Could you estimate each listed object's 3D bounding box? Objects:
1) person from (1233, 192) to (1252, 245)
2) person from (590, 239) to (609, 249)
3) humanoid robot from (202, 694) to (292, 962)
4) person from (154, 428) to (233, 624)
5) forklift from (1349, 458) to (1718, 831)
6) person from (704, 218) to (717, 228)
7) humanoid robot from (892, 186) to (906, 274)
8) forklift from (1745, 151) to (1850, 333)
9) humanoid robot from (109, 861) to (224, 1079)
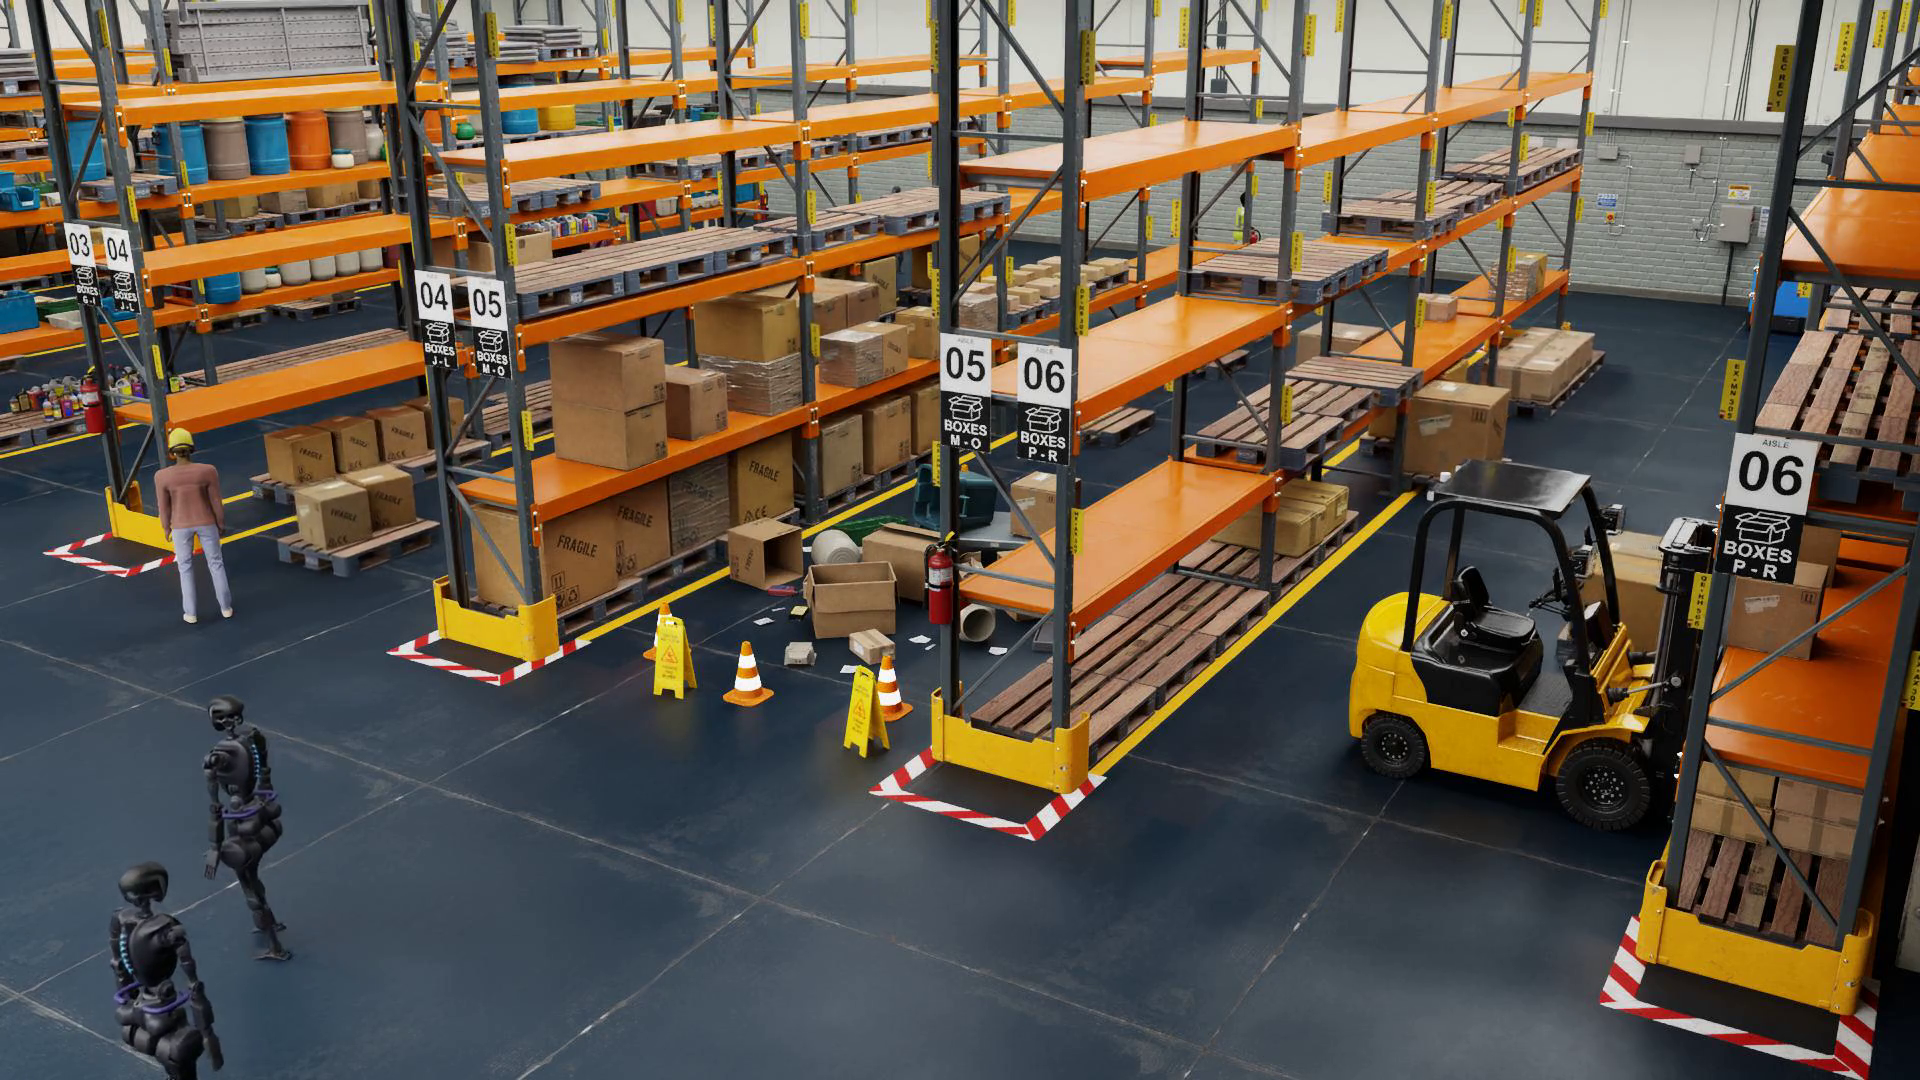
[{"bbox_3d":[5.157,-5.509,30.371,0.319,1.687,0.537,-1,19,-4],"label":"person"},{"bbox_3d":[-6.644,-5.676,30.717,0.567,1.769,0.492,6,20,16],"label":"person"},{"bbox_3d":[-4.135,1.675,9.630,0.396,1.646,0.612,4,19,11],"label":"humanoid robot"},{"bbox_3d":[-6.786,-0.130,14.717,0.519,1.758,0.339,-10,21,-26],"label":"person"},{"bbox_3d":[3.988,0.658,11.776,2.313,2.155,1.214,11,22,29],"label":"forklift"},{"bbox_3d":[-5.234,-7.064,34.867,0.489,1.688,0.345,-6,20,-18],"label":"person"},{"bbox_3d":[-1.182,-5.867,31.430,0.587,1.648,0.391,-11,22,-28],"label":"humanoid robot"},{"bbox_3d":[13.620,-4.667,26.137,1.873,2.768,1.129,11,22,29],"label":"forklift"},{"bbox_3d":[-3.764,2.274,7.878,0.613,1.646,0.315,9,21,24],"label":"humanoid robot"}]
